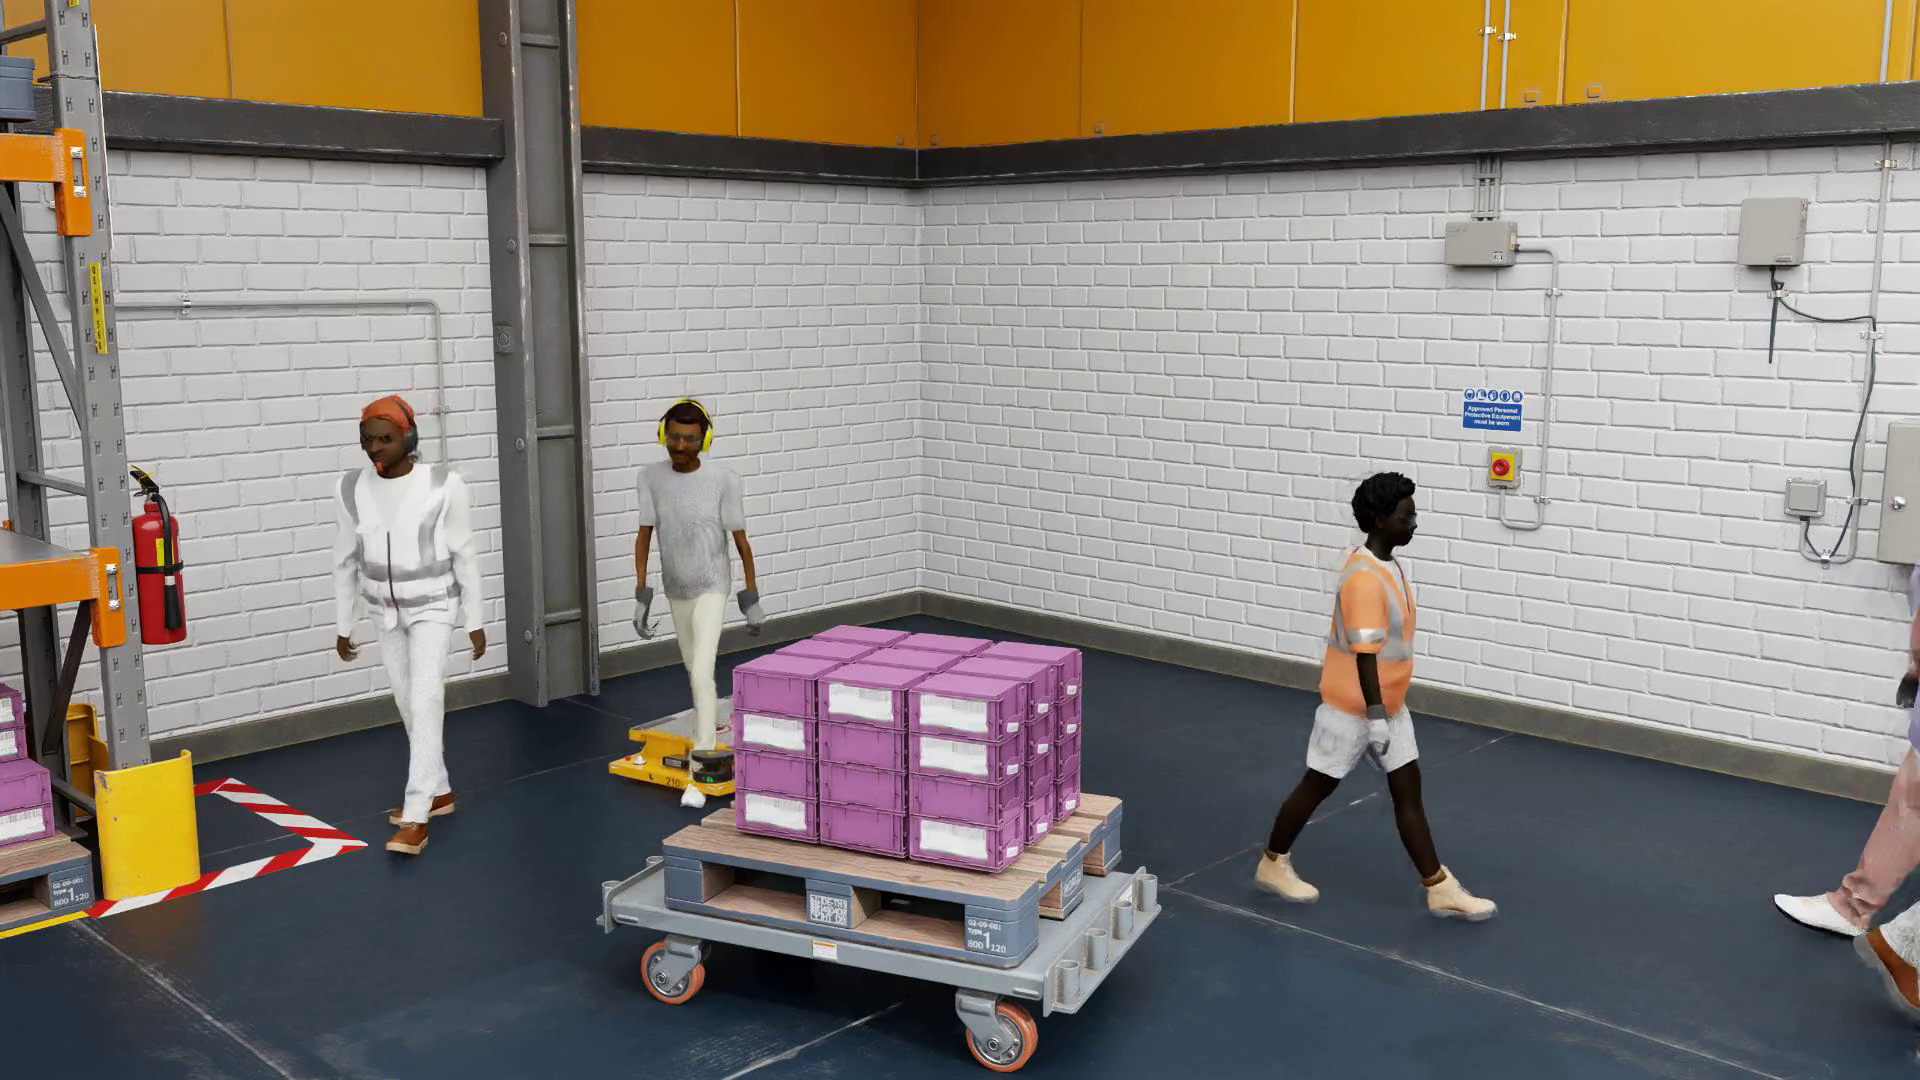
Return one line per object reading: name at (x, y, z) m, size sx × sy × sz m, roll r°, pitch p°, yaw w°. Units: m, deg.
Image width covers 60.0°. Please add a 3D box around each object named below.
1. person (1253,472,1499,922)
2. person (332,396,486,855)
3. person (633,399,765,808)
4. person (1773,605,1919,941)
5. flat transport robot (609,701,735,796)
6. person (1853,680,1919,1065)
person at (1.483, 0.570, 6.037) m, size 0.887 × 1.647 × 0.540 m, roll 5°, pitch 10°, yaw 27°
person at (-2.299, 0.343, 6.808) m, size 0.614 × 1.847 × 0.765 m, roll 2°, pitch 9°, yaw 11°
person at (-1.179, 0.250, 7.591) m, size 0.540 × 1.796 × 0.885 m, roll 3°, pitch 10°, yaw 19°
person at (3.388, 0.536, 5.600) m, size 0.960 × 1.846 × 0.667 m, roll 8°, pitch 12°, yaw 40°
flat transport robot at (-0.961, 0.923, 8.062) m, size 0.652 × 0.197 × 1.431 m, roll 6°, pitch 11°, yaw 32°
person at (2.941, 0.625, 4.834) m, size 0.627 × 1.928 × 0.502 m, roll -6°, pitch 11°, yaw -34°
